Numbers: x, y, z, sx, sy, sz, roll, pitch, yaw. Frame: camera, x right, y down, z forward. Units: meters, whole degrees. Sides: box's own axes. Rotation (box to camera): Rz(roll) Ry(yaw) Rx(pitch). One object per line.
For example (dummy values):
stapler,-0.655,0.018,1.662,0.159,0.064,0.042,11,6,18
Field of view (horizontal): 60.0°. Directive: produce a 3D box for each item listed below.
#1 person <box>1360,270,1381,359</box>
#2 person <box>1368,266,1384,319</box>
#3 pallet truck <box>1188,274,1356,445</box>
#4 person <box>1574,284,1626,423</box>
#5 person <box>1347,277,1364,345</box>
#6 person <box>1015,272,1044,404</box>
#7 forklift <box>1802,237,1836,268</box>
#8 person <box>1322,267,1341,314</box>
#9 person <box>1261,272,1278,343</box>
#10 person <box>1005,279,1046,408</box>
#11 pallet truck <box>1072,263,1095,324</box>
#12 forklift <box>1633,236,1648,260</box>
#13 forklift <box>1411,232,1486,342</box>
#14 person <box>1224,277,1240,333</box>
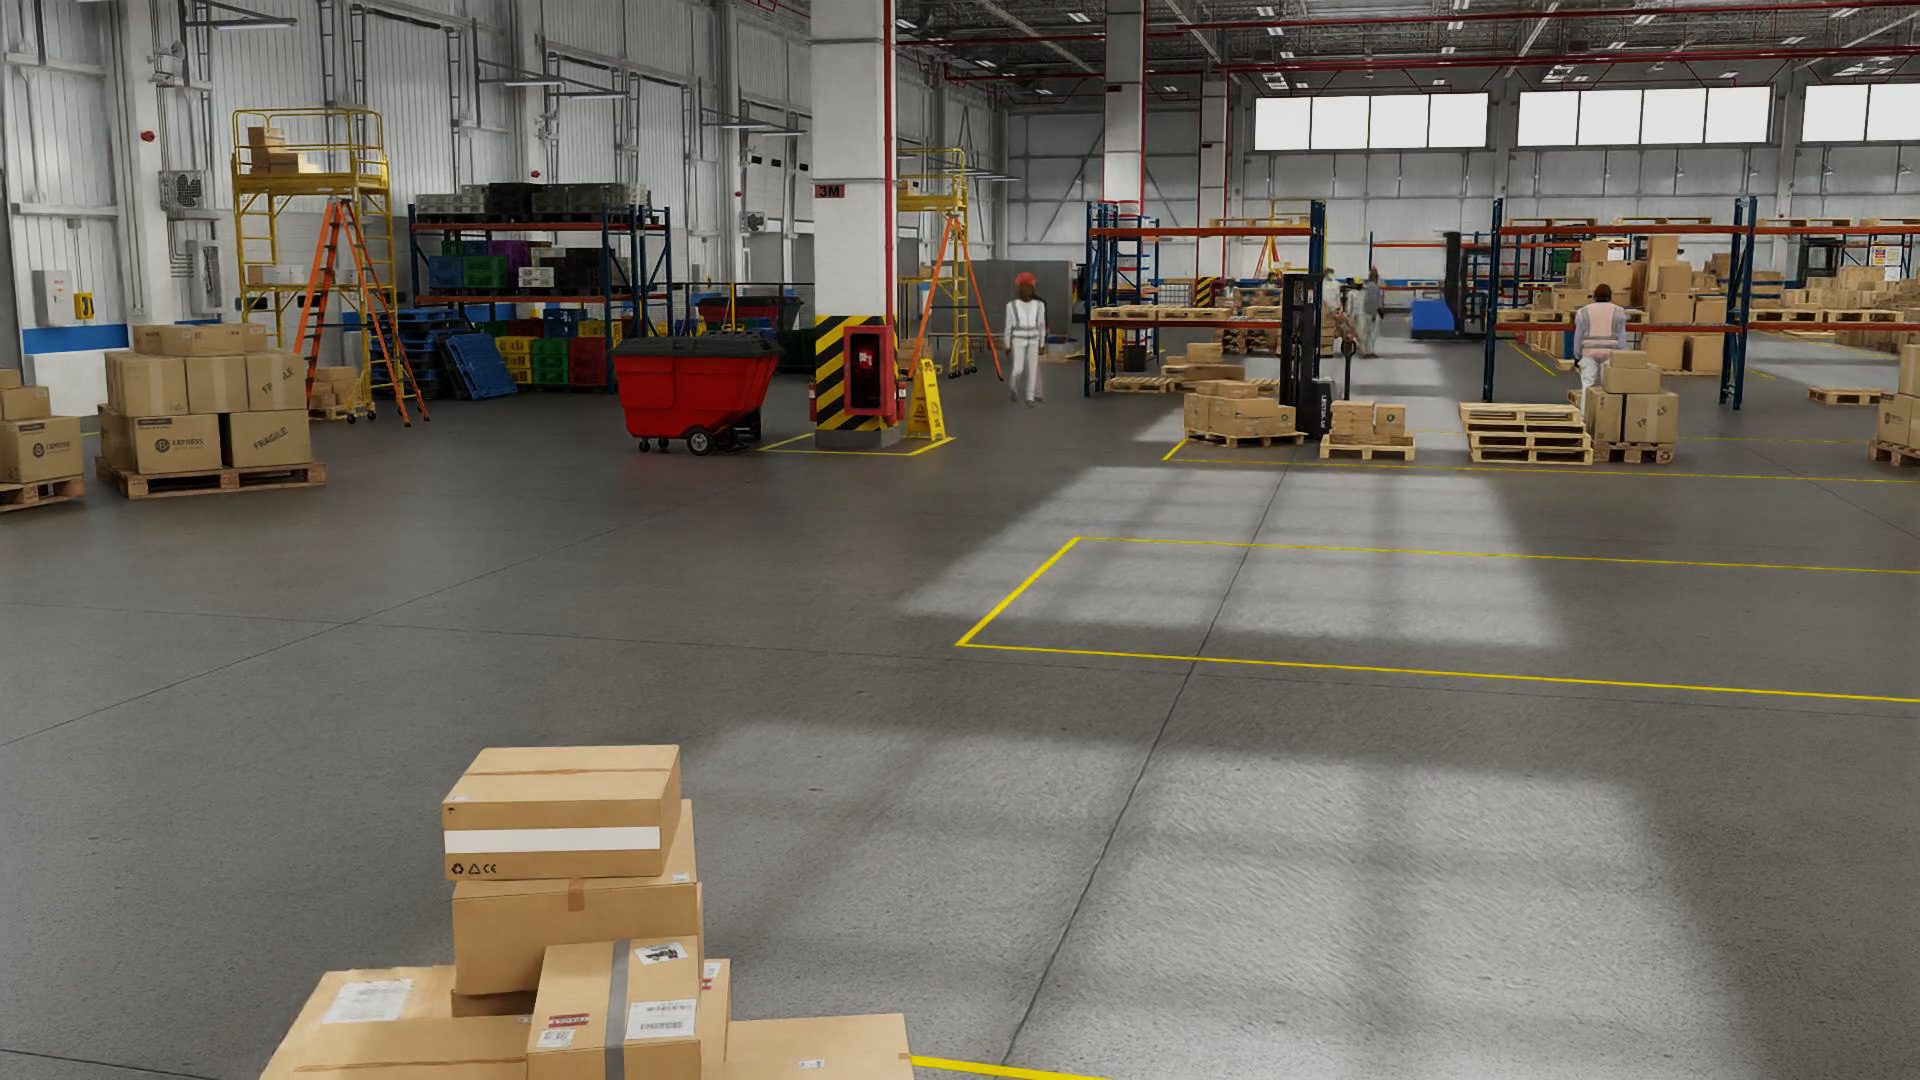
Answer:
person,8.812,-4.831,35.731,0.427,1.908,0.673,-1,10,-5
person,14.336,-8.480,57.223,0.603,1.905,0.701,-8,12,-38
pallet truck,3.653,-2.138,19.590,1.885,1.965,0.823,-4,10,-20
person,8.203,-2.358,21.343,0.622,1.844,0.429,4,10,21
person,9.744,-5.608,40.895,0.490,1.704,0.874,0,10,0
person,1.012,-2.991,24.698,0.488,1.966,0.681,-6,11,-30
forklift,27.745,-8.411,53.925,1.129,2.768,1.873,2,10,14
person,9.254,-5.876,41.804,0.652,1.926,0.471,-2,10,-12
person,7.809,-5.762,41.490,0.512,1.813,0.869,-5,11,-26
person,0.954,-2.867,24.239,0.578,1.871,0.484,-2,10,-10
pallet truck,4.325,-8.180,55.162,0.823,1.965,1.885,6,11,31
forklift,20.764,-7.781,50.219,1.129,2.768,1.873,-1,10,-5
forklift,12.677,-6.549,42.961,1.873,2.768,1.129,2,10,14
person,7.484,-6.397,45.741,0.543,1.631,0.335,7,12,34
